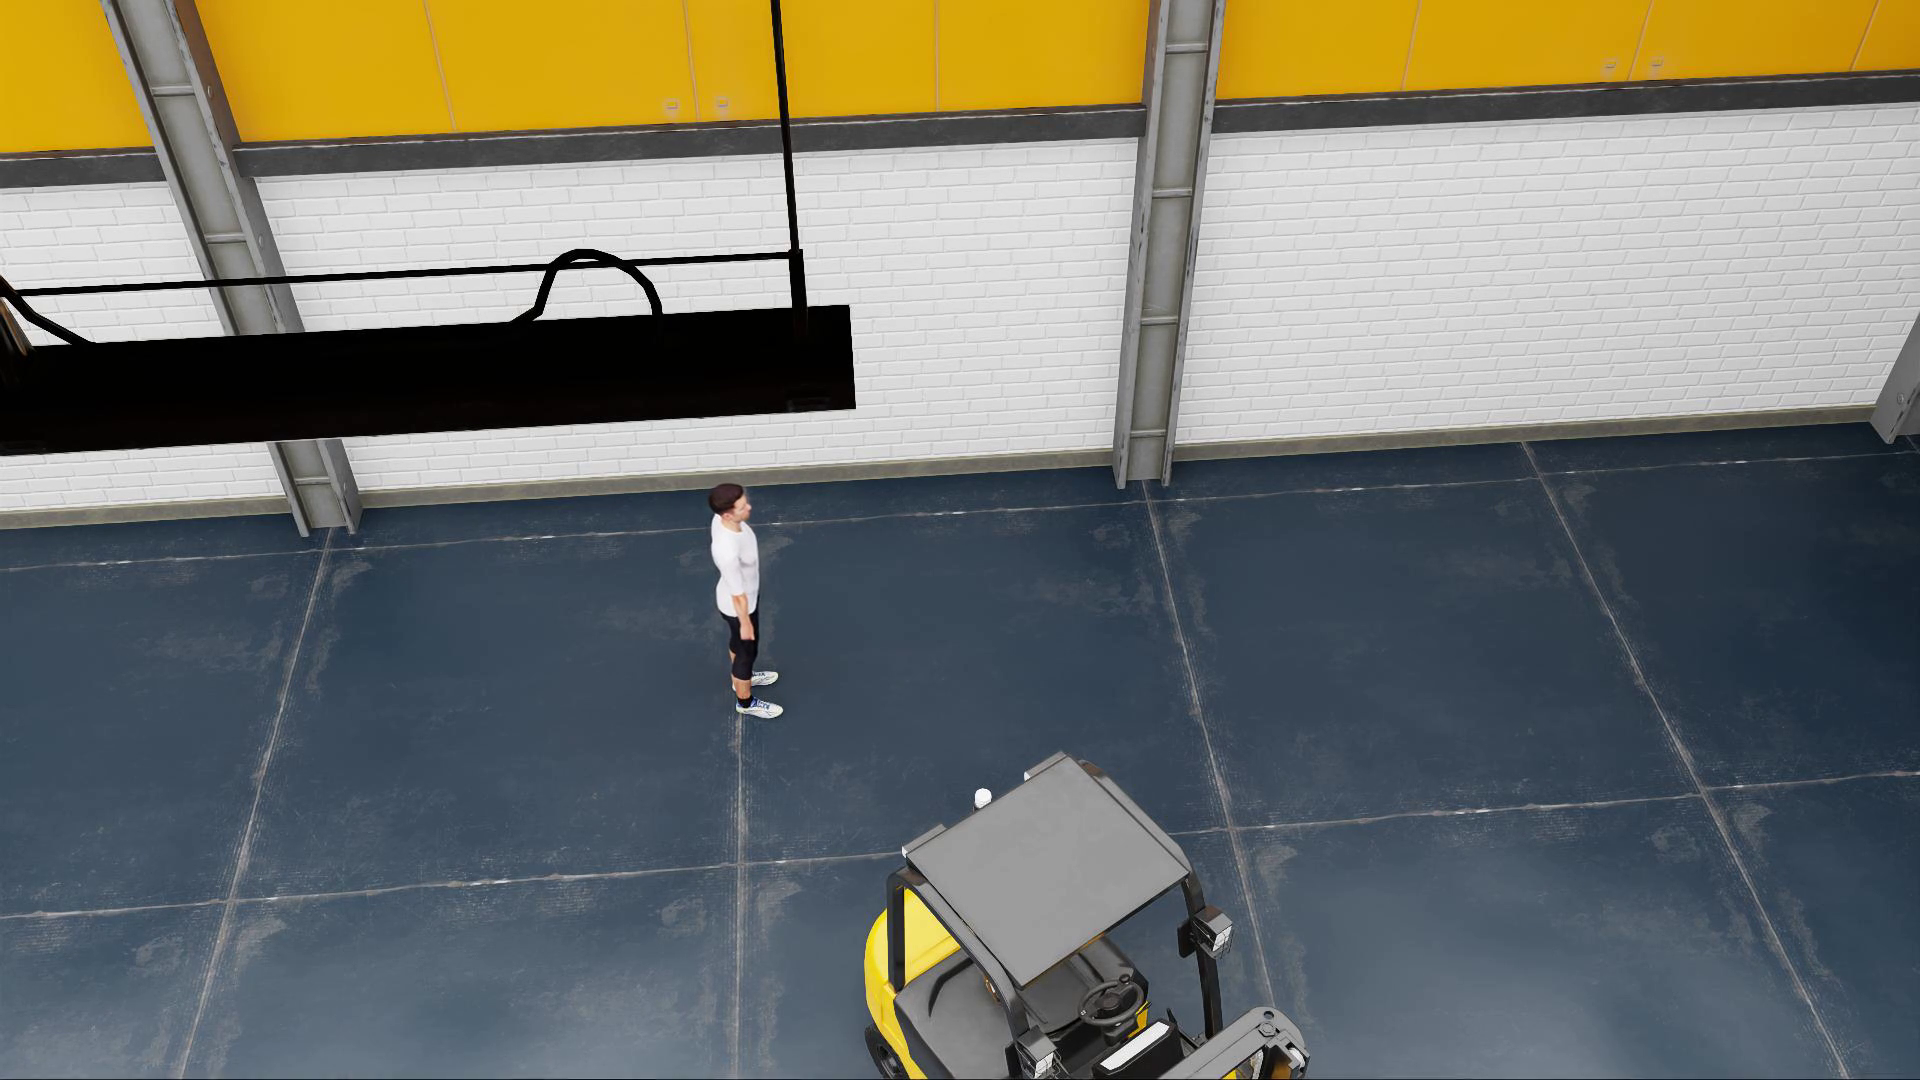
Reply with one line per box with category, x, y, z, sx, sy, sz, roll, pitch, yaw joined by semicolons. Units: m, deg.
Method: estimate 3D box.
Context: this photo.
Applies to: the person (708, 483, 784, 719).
person;-1.372;0.356;10.349;0.555;1.851;0.660;-5;44;-5
